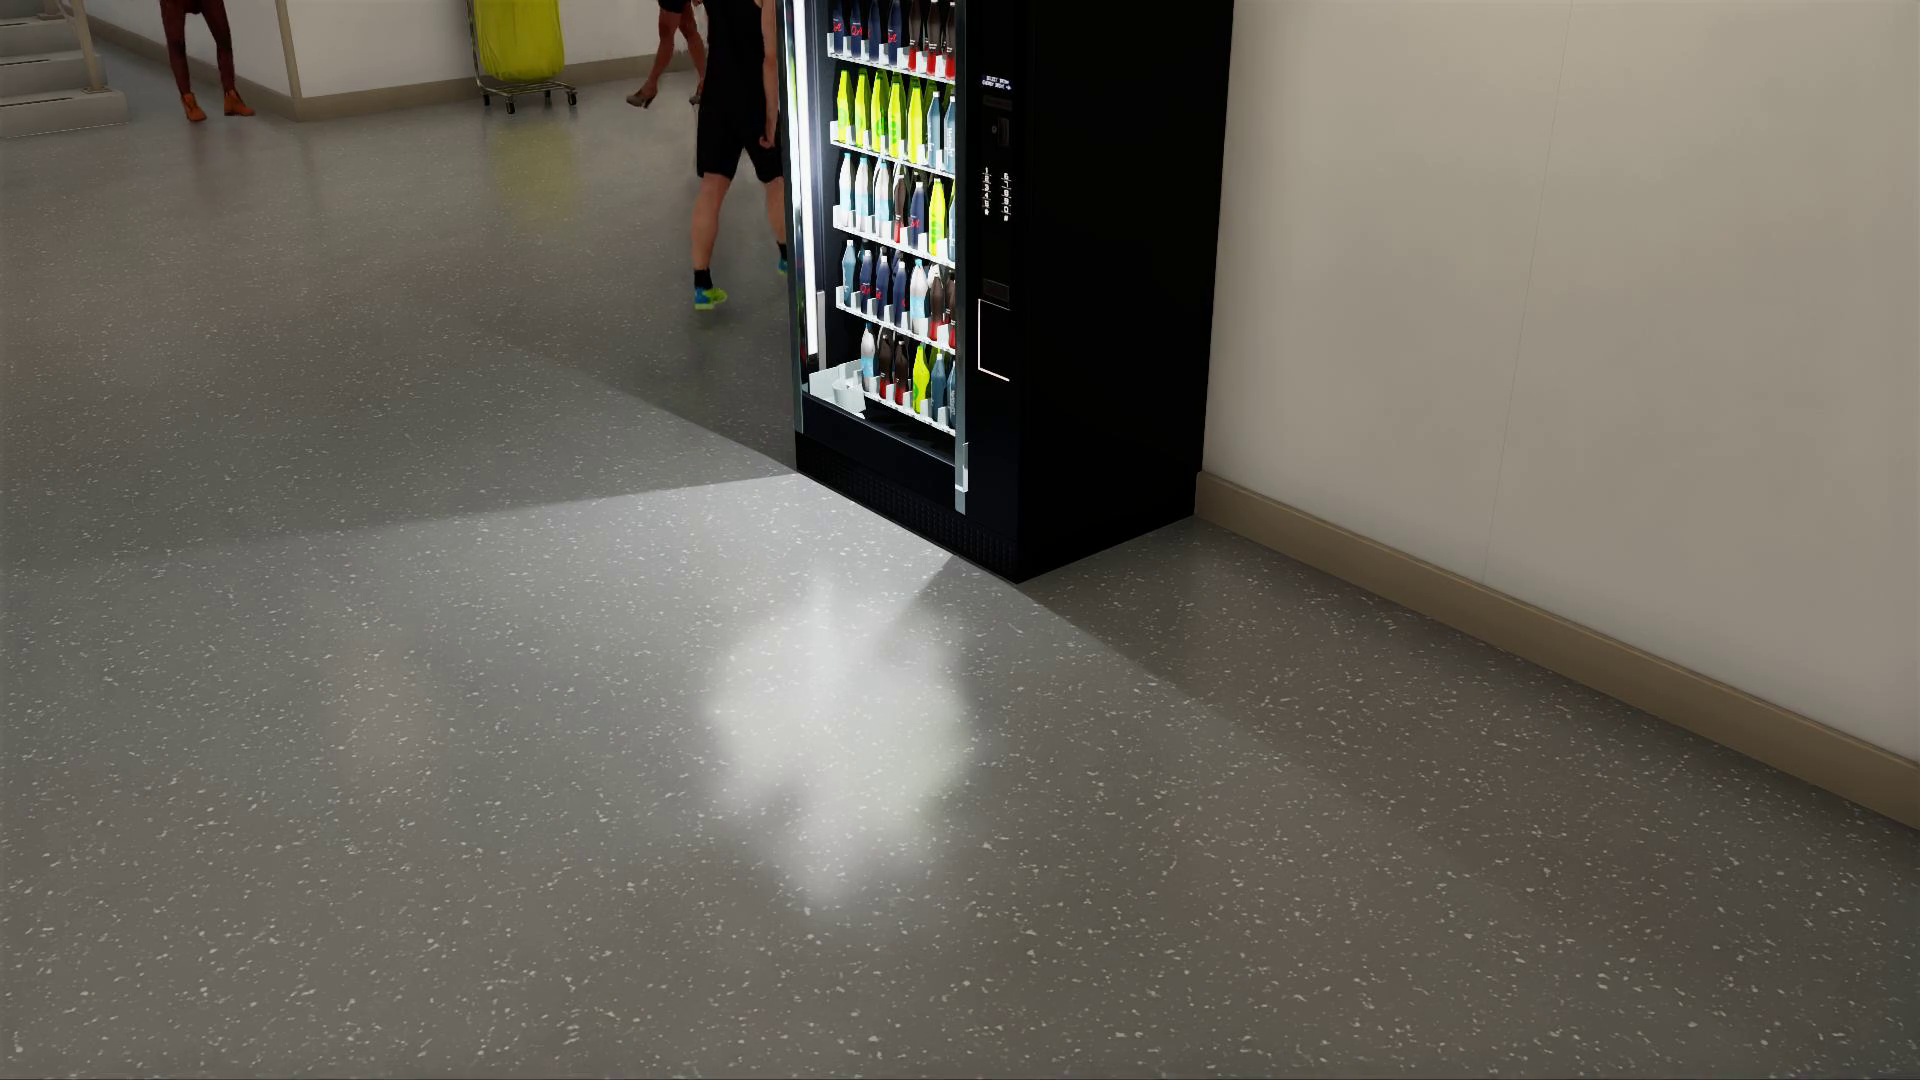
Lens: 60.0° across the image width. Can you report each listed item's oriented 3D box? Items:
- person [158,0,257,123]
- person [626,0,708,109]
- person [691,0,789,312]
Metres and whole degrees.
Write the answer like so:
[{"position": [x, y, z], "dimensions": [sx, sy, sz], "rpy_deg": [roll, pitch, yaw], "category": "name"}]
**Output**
[{"position": [-5.302, -3.720, 11.315], "dimensions": [0.899, 1.702, 0.757], "rpy_deg": [18, 31, 33], "category": "person"}, {"position": [-1.916, -3.839, 11.665], "dimensions": [0.749, 1.613, 0.920], "rpy_deg": [-15, 30, -29], "category": "person"}, {"position": [-1.023, -1.893, 7.389], "dimensions": [1.250, 1.822, 1.085], "rpy_deg": [11, 28, 22], "category": "person"}]
